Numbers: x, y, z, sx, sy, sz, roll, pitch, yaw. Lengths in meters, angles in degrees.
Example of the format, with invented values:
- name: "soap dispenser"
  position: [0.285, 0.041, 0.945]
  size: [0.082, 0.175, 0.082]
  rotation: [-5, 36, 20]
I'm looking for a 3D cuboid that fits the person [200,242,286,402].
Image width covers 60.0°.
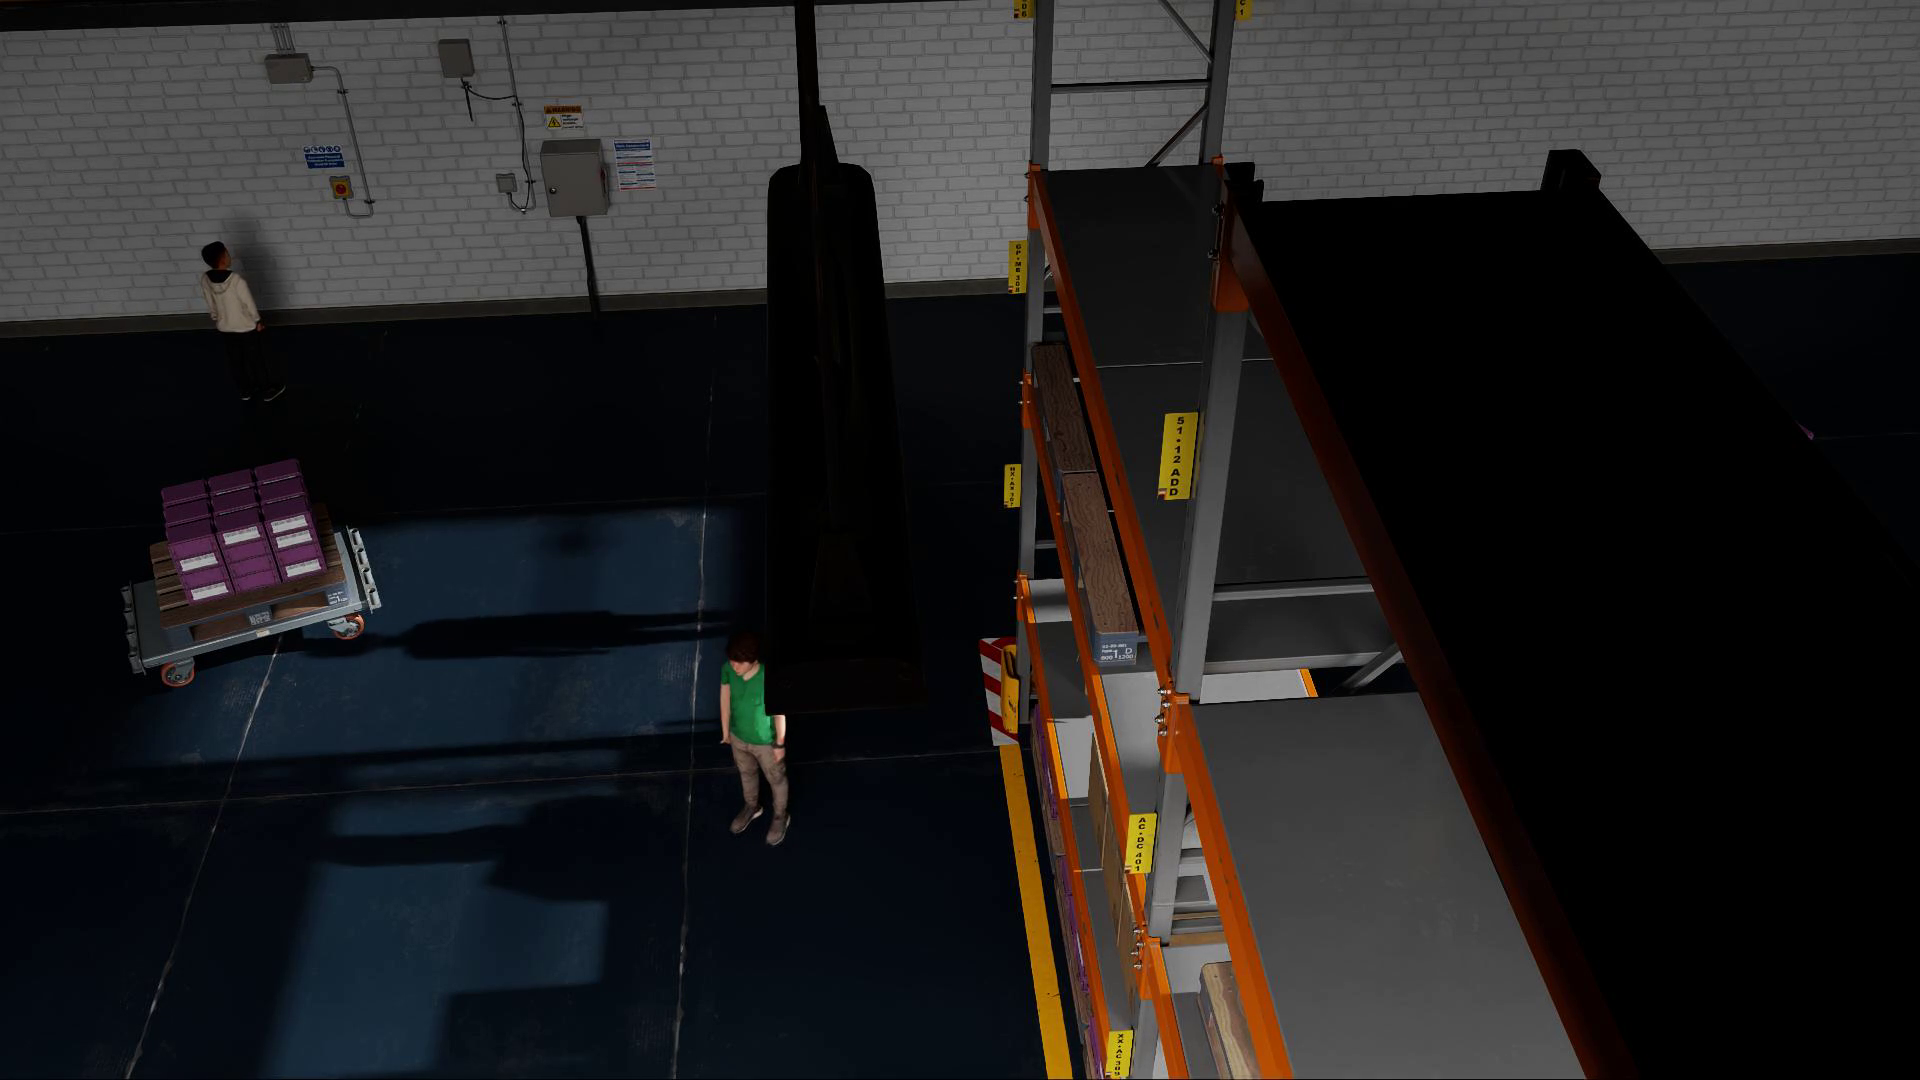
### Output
- name: "person"
  position: [-6.079, -1.818, 13.964]
  size: [0.627, 1.451, 0.592]
  rotation: [6, 39, 8]

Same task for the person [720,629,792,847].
- name: "person"
  position: [-1.231, 1.158, 10.076]
  size: [0.666, 1.653, 0.674]
  rotation: [15, 41, 18]
